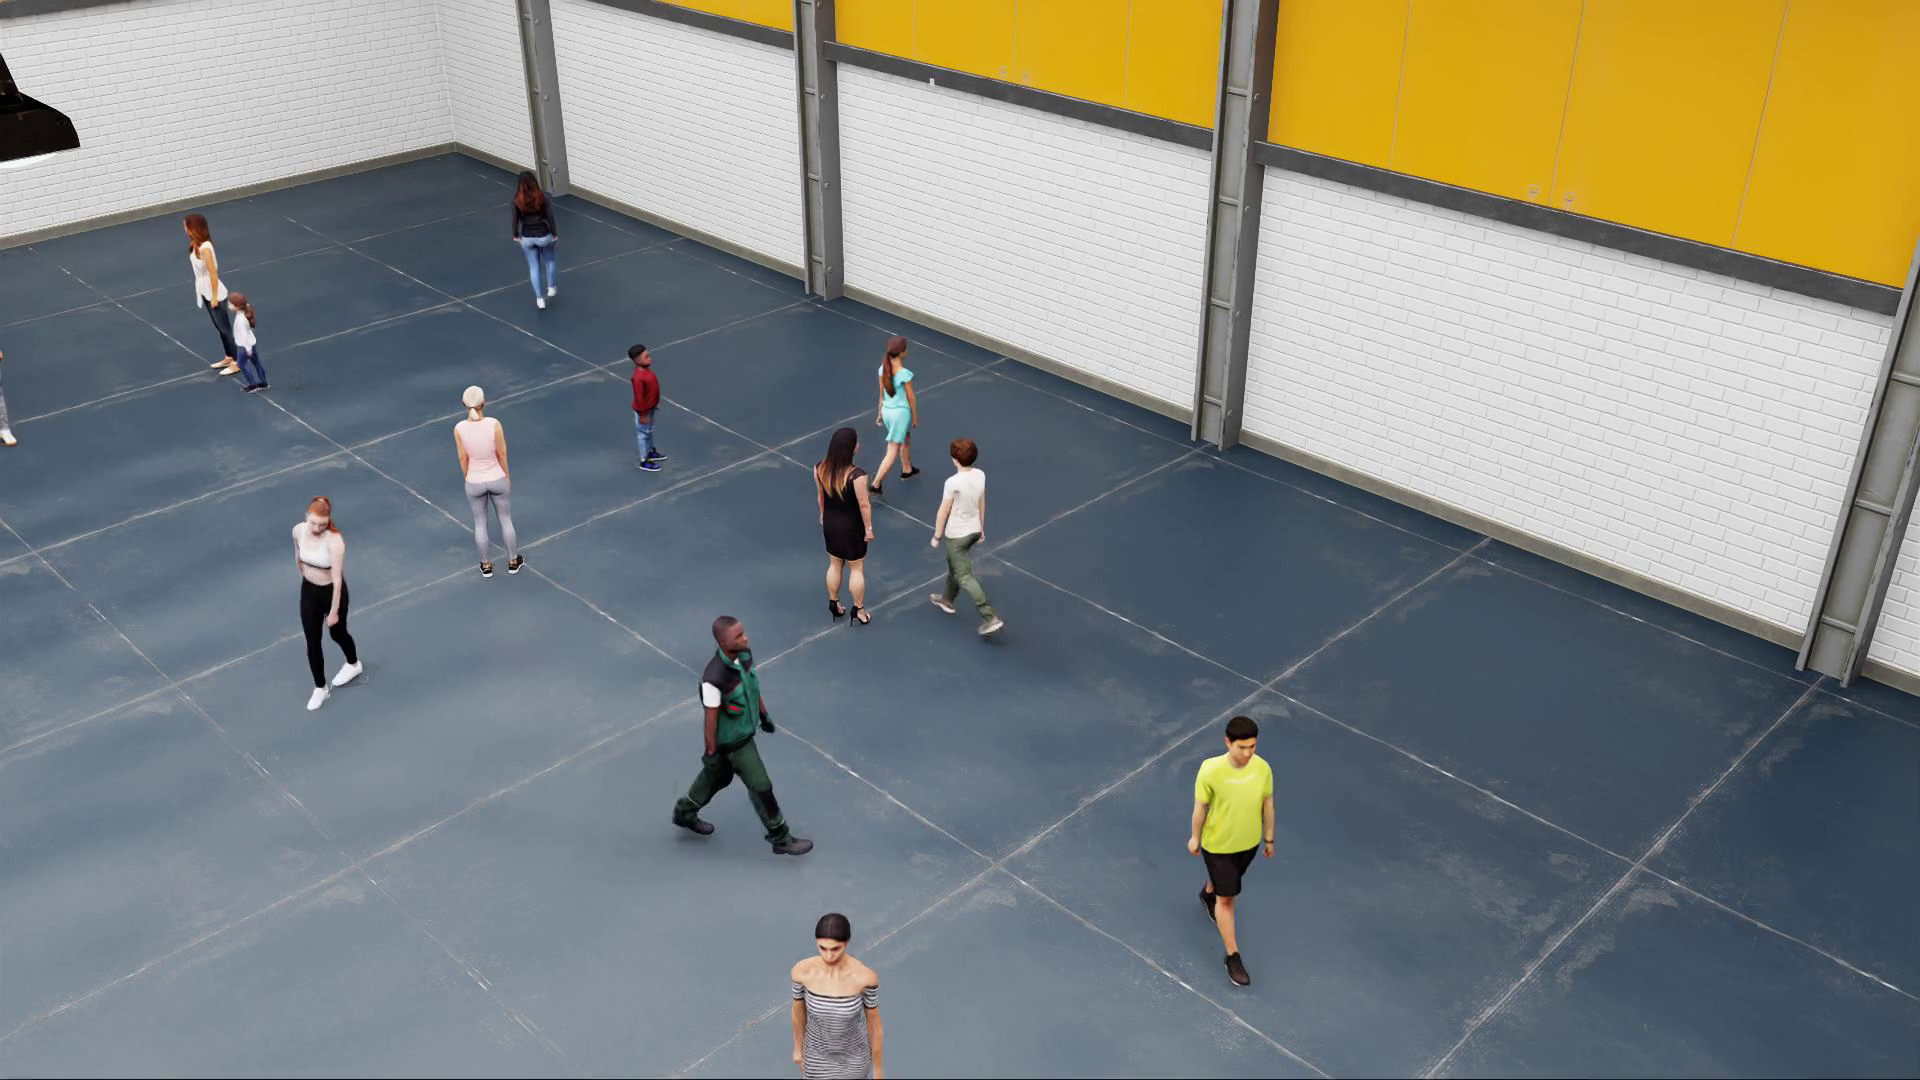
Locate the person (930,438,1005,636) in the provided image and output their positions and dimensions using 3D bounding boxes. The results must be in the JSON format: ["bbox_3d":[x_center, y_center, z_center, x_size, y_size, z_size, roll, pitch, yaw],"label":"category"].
[{"bbox_3d":[0.070,0.001,13.242,1.093,1.624,0.586,24,37,37],"label":"person"}]

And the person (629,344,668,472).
[{"bbox_3d":[-3.039,-1.292,15.999,0.629,1.253,0.584,3,29,5],"label":"person"}]

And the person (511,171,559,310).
[{"bbox_3d":[-5.029,-3.549,19.760,0.905,1.613,1.011,-7,29,-13],"label":"person"}]

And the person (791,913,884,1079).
[{"bbox_3d":[-0.599,2.540,8.411,1.038,1.791,1.087,1,29,2],"label":"person"}]

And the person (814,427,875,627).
[{"bbox_3d":[-0.921,-0.105,13.339,0.617,1.717,0.780,16,33,27],"label":"person"}]

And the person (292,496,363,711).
[{"bbox_3d":[-4.712,0.399,12.433,0.968,1.699,0.976,13,31,23],"label":"person"}]

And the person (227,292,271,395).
[{"bbox_3d":[-7.514,-2.106,17.649,0.606,1.102,0.540,-6,29,-11],"label":"person"}]

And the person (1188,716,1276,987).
[{"bbox_3d":[1.603,1.740,10.013,0.979,1.663,1.182,-8,30,-14],"label":"person"}]

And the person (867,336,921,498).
[{"bbox_3d":[-0.631,-1.109,15.379,0.964,1.525,0.612,23,36,36],"label":"person"}]

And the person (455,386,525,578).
[{"bbox_3d":[-3.997,-0.495,14.043,0.640,1.726,0.672,-6,29,-11],"label":"person"}]

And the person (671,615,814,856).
[{"bbox_3d":[-1.556,1.259,10.764,1.327,1.788,1.136,5,29,10],"label":"person"}]

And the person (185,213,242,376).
[{"bbox_3d":[-8.053,-2.666,17.963,0.671,1.785,0.506,-19,34,-31],"label":"person"}]
